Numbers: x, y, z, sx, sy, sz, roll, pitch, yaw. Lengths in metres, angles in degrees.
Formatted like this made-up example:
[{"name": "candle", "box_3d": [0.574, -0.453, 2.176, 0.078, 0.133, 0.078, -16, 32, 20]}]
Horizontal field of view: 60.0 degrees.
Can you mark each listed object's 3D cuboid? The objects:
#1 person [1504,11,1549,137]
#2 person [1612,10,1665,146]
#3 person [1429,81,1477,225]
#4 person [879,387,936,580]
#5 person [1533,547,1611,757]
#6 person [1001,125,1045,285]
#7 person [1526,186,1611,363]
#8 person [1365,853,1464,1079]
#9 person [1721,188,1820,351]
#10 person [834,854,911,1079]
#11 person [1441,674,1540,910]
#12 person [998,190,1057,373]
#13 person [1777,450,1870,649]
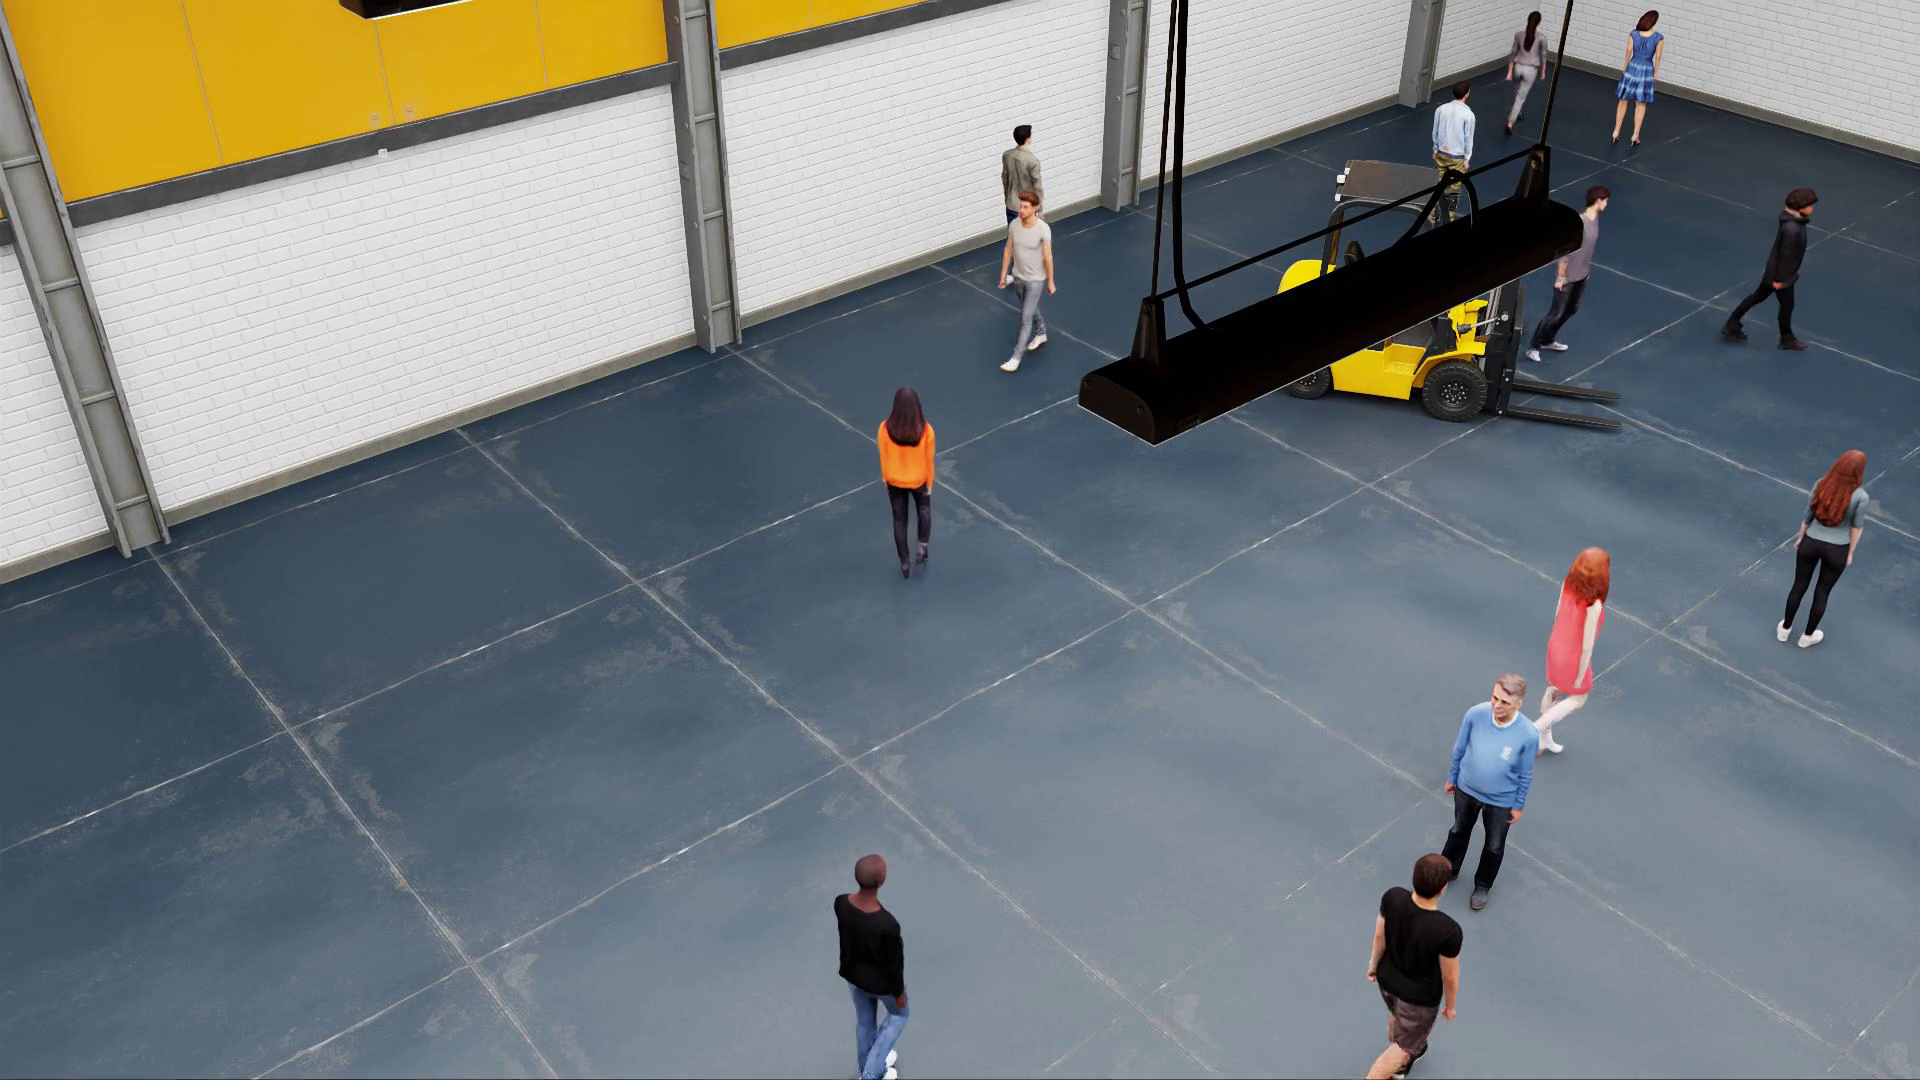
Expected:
[{"name": "person", "box_3d": [7.657, -6.293, 22.629, 0.734, 1.632, 1.125, 25, 41, 32]}, {"name": "person", "box_3d": [9.123, -6.215, 22.353, 0.728, 1.806, 0.672, 20, 38, 27]}, {"name": "person", "box_3d": [5.890, -4.604, 19.924, 0.562, 1.812, 0.678, -27, 42, -35]}, {"name": "person", "box_3d": [-0.437, -0.434, 13.720, 0.756, 1.737, 0.819, 1, 34, 1]}, {"name": "person", "box_3d": [4.203, 0.849, 11.717, 0.918, 1.816, 0.782, -9, 35, -14]}, {"name": "person", "box_3d": [0.674, -3.725, 18.554, 0.733, 1.864, 0.613, 27, 42, 34]}, {"name": "person", "box_3d": [6.238, -2.738, 17.123, 0.475, 1.805, 0.965, -18, 38, -25]}, {"name": "person", "box_3d": [2.434, 2.503, 9.212, 1.117, 1.835, 0.661, -25, 41, -33]}, {"name": "person", "box_3d": [8.445, -2.812, 17.291, 1.065, 1.743, 1.120, 10, 35, 15]}, {"name": "person", "box_3d": [-0.533, 2.495, 9.308, 0.689, 1.742, 0.711, 20, 38, 27]}, {"name": "person", "box_3d": [3.376, 1.577, 10.621, 0.708, 1.818, 0.636, 23, 40, 30]}, {"name": "person", "box_3d": [0.750, -2.697, 17.027, 0.885, 1.844, 1.273, 22, 40, 30]}, {"name": "person", "box_3d": [6.732, 0.069, 12.958, 0.609, 1.742, 0.580, 26, 41, 33]}]
